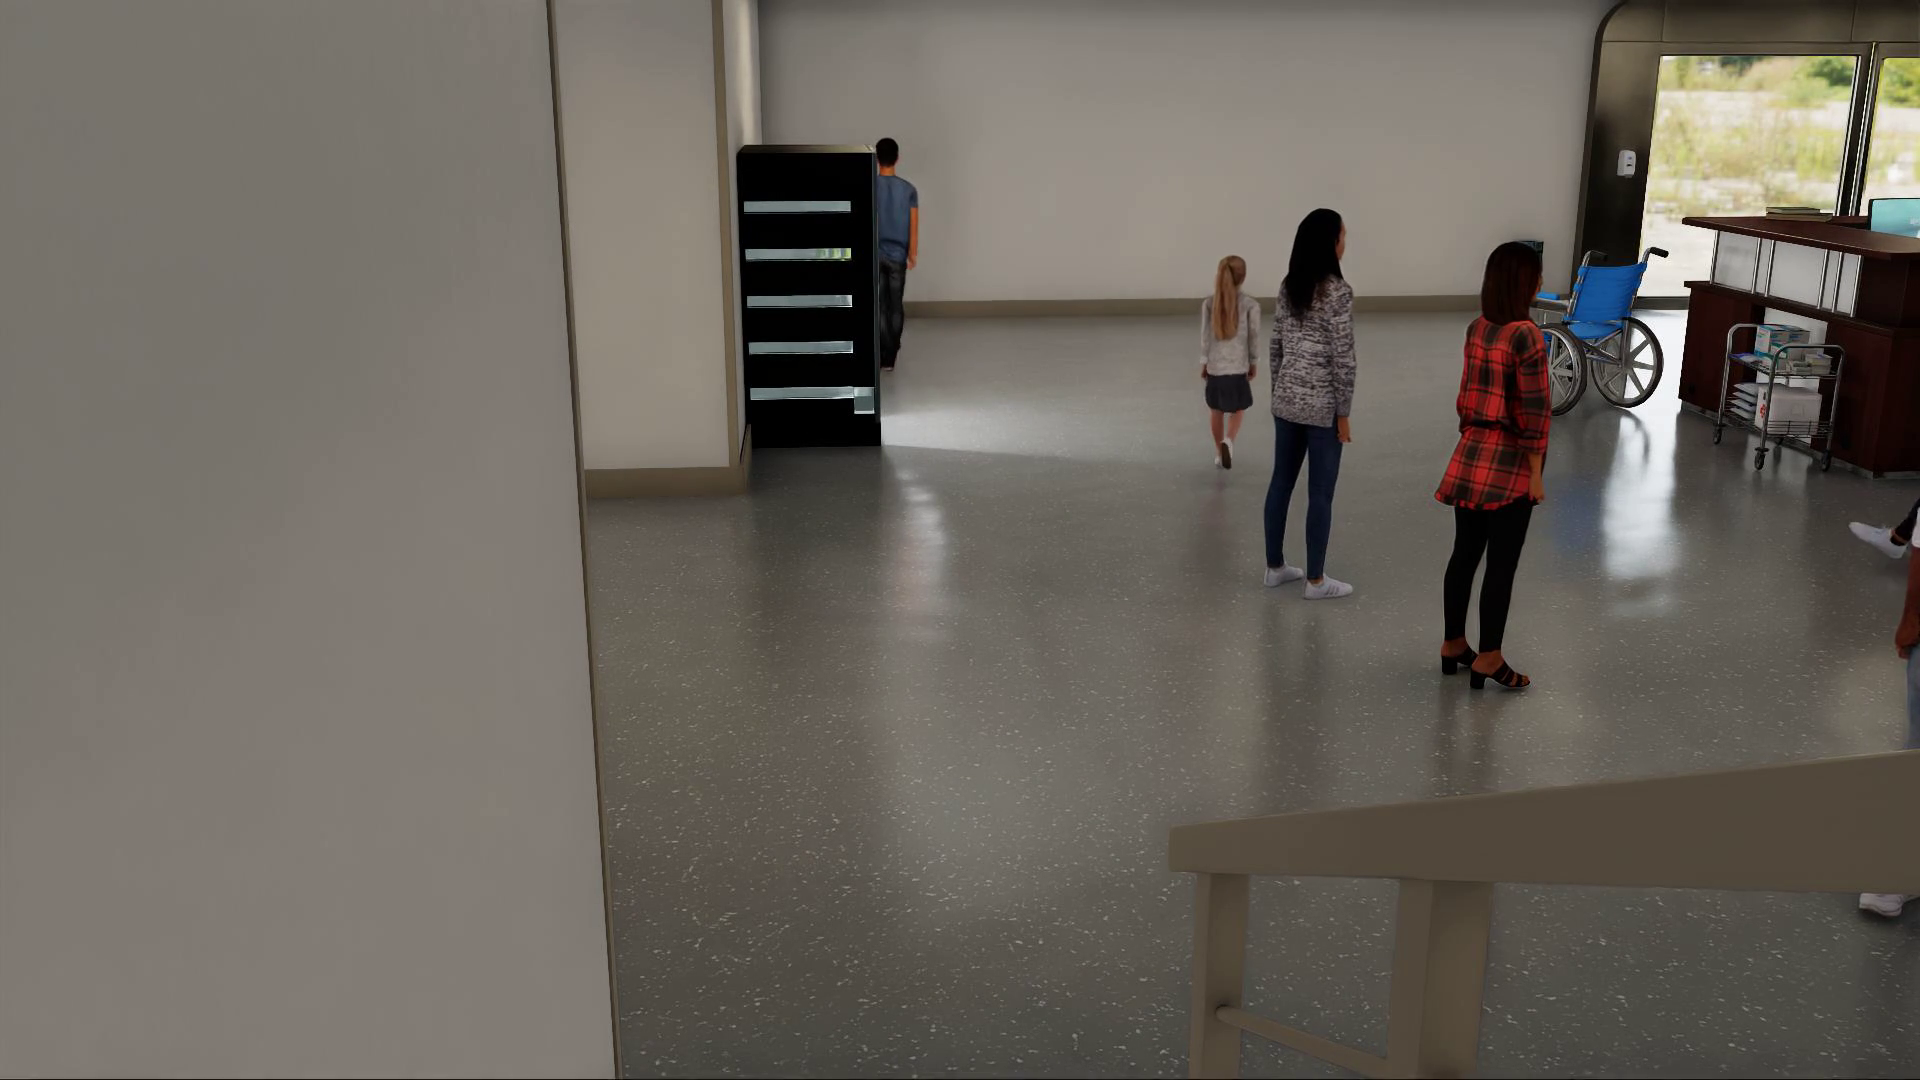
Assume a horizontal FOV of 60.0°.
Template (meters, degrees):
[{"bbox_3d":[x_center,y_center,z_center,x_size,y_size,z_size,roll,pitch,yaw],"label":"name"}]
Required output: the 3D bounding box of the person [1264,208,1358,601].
[{"bbox_3d":[1.572,-0.614,7.481,0.746,1.731,0.621,-10,18,-31],"label":"person"}]

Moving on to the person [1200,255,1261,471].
[{"bbox_3d":[1.566,-1.025,9.787,0.673,1.263,0.833,5,16,17],"label":"person"}]

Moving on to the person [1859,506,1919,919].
[{"bbox_3d":[2.821,0.192,4.469,0.731,1.813,0.775,11,19,34],"label":"person"}]

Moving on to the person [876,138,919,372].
[{"bbox_3d":[-0.574,-2.202,13.015,0.782,1.784,1.076,-4,16,-15],"label":"person"}]

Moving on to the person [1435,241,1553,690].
[{"bbox_3d":[2.047,-0.281,6.351,0.730,1.703,0.573,-5,17,-19],"label":"person"}]
